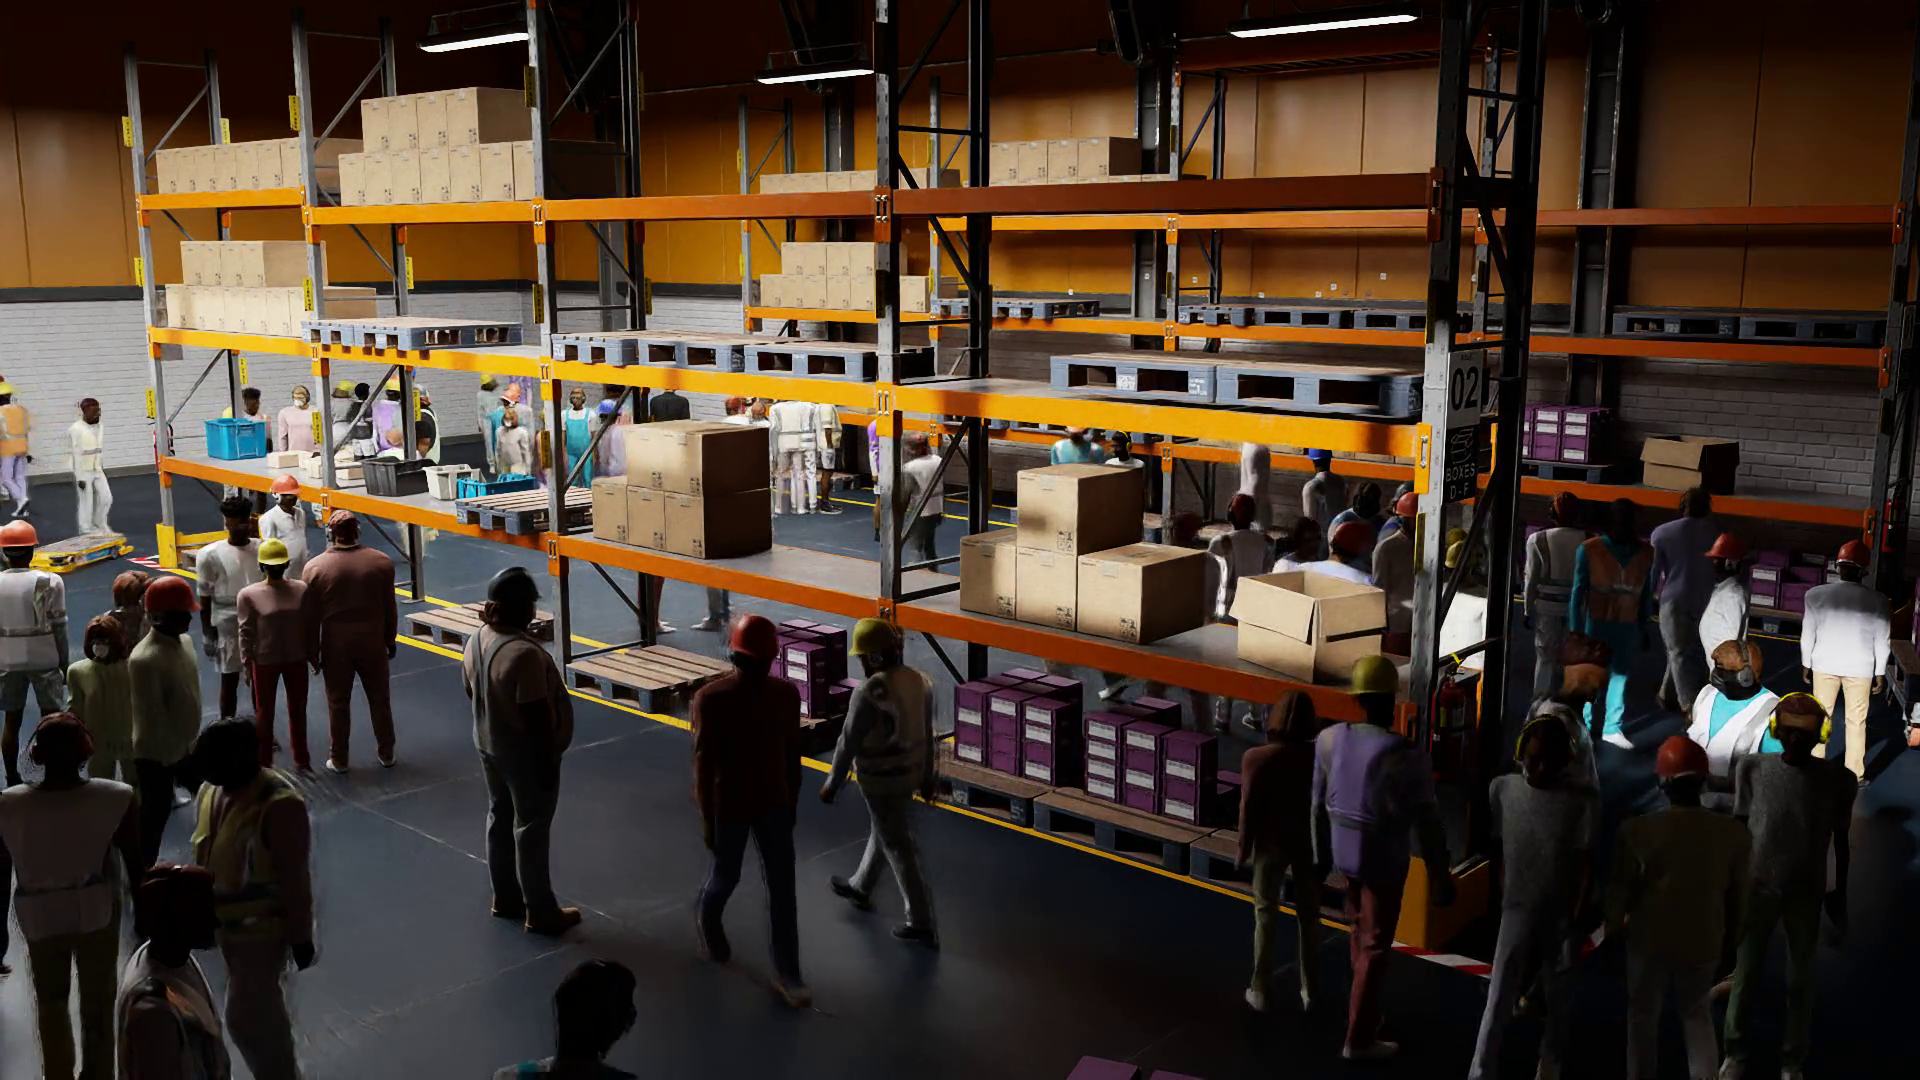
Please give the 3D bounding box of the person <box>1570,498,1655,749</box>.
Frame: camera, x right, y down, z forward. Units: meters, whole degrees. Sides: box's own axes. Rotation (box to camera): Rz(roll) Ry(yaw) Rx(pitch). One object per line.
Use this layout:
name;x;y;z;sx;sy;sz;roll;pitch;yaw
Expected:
person;4.886;0.623;12.515;0.601;1.918;0.379;0;10;-2

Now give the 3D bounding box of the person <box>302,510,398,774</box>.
person;-4.385;0.727;12.003;0.642;1.899;0.395;-5;11;-27

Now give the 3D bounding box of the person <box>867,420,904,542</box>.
person;-0.916;-0.918;21.222;0.392;1.925;0.550;9;13;41

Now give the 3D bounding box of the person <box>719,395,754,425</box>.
person;-2.880;-0.988;21.831;0.844;1.859;0.586;8;13;39

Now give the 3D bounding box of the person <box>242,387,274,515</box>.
person;-9.395;-1.073;22.036;0.542;1.940;0.653;6;12;29

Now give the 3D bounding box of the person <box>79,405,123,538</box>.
person;-11.105;-0.888;21.335;0.446;1.833;0.565;-5;11;-26

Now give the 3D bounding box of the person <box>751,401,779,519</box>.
person;-2.761;-1.092;22.988;0.514;1.645;0.308;1;10;3

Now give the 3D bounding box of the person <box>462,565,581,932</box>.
person;-2.414;1.138;9.256;0.684;2.000;0.538;9;14;43

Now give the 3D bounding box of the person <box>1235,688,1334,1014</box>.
person;1.613;1.533;8.184;0.503;1.632;0.288;0;10;1

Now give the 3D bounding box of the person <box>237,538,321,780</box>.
person;-4.750;0.853;11.643;0.534;1.767;0.318;-8;13;-40

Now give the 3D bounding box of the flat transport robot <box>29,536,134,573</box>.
flat transport robot;-10.550;0.161;19.783;0.652;0.197;1.431;1;10;5

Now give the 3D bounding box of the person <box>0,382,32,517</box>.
person;-13.134;-1.241;23.082;0.544;1.908;0.589;5;11;26

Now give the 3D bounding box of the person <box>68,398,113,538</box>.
person;-10.975;-0.861;20.974;0.476;1.888;0.598;2;10;9

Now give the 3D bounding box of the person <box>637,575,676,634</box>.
person;-3.016;-0.023;16.210;0.386;1.906;0.601;-5;11;-28

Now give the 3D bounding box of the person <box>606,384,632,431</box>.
person;-4.609;-1.174;22.536;0.363;1.965;0.610;-3;11;-18

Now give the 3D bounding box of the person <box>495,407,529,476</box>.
person;-6.071;-1.028;22.763;0.515;1.609;0.684;4;11;21

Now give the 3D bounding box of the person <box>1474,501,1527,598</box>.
person;4.768;0.326;14.718;0.513;1.720;0.374;-1;10;-8

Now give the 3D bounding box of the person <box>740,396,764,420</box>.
person;-3.045;-1.369;24.291;0.356;1.740;0.570;2;10;12

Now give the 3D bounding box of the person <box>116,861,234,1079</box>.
person;-2.465;1.922;5.296;0.369;1.878;0.584;-4;11;-21

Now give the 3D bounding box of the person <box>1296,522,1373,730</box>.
person;2.560;0.786;11.718;0.645;1.880;0.432;3;11;17

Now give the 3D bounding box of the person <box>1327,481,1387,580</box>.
person;3.352;0.410;13.961;0.634;1.838;0.431;-6;12;-32

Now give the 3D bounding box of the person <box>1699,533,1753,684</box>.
person;5.438;0.817;11.878;0.321;1.754;0.563;4;11;24

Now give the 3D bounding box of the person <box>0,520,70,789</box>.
person;-6.367;0.823;11.386;0.542;1.929;0.395;-1;10;-7

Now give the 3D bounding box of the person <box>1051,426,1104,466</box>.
person;1.328;-0.461;18.408;0.659;2.008;0.689;4;11;23

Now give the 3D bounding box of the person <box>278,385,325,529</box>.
person;-8.756;-1.101;22.221;0.627;1.935;0.371;-4;11;-20

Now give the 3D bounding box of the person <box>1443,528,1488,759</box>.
person;3.615;0.777;12.173;0.487;1.737;0.322;1;10;6

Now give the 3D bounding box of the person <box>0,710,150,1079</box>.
person;-3.765;1.628;7.063;0.604;1.829;0.457;-4;11;-21

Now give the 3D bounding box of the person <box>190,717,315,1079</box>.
person;-3.041;1.638;7.032;0.659;1.823;0.543;7;12;36

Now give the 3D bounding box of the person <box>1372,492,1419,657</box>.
person;3.308;0.619;12.362;0.621;1.986;0.409;-6;12;-31

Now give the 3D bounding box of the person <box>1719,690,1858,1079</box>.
person;3.625;1.566;7.323;0.530;1.869;0.312;5;11;26

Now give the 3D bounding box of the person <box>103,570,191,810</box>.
person;-5.462;1.012;11.097;0.514;1.643;0.307;2;10;10

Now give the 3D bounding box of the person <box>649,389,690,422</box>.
person;-4.188;-1.453;24.102;0.635;1.981;0.428;2;10;12

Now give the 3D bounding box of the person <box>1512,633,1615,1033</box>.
person;2.926;1.413;8.011;0.490;1.927;0.674;3;10;17

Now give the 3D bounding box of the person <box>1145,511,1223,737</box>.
person;1.574;0.738;12.050;0.719;1.881;0.442;-5;11;-25
